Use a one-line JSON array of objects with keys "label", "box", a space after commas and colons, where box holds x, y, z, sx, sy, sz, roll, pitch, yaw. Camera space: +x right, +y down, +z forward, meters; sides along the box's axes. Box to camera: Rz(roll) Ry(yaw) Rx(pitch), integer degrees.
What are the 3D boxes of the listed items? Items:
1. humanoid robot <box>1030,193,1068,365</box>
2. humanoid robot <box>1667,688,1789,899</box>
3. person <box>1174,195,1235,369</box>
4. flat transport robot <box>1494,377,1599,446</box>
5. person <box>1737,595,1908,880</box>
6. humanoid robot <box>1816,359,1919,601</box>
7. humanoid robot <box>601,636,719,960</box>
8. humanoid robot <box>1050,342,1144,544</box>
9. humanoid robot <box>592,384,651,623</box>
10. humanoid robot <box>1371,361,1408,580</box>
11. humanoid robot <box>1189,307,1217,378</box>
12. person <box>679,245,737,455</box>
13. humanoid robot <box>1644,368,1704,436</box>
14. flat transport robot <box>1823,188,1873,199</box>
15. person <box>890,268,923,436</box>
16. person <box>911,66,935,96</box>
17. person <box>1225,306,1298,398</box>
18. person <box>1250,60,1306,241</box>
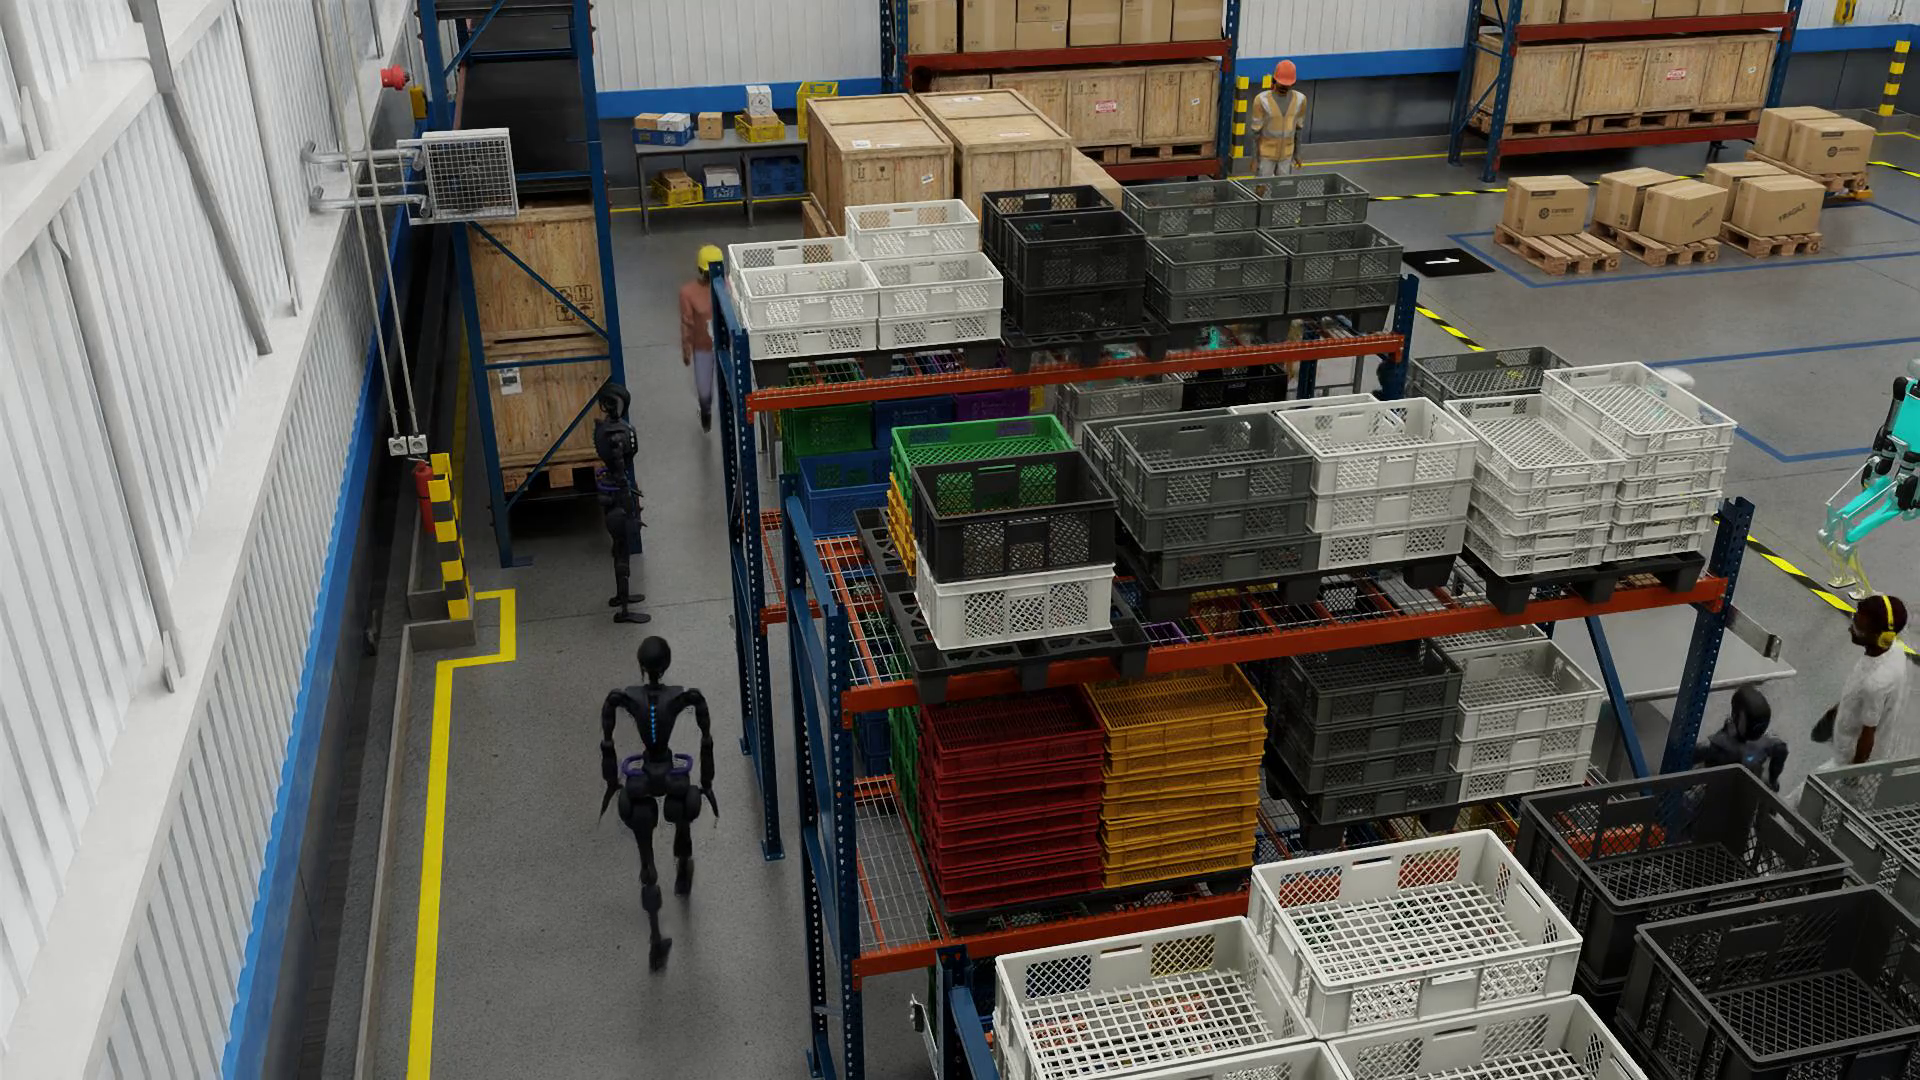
[{"label": "humanoid robot", "box": [0.559, -2.215, 14.701, 1.044, 1.748, 0.560, -12, 30, -21]}, {"label": "humanoid robot", "box": [3.586, 1.376, 7.928, 0.600, 1.634, 0.376, -4, 28, -7]}, {"label": "person", "box": [2.144, -2.088, 14.380, 0.975, 1.793, 0.624, -6, 28, -11]}, {"label": "flat transport robot", "box": [4.780, -1.036, 14.013, 0.659, 0.231, 1.431, -6, 28, -12]}, {"label": "person", "box": [4.392, 1.045, 8.373, 0.580, 1.846, 0.586, 19, 33, 32]}, {"label": "humanoid robot", "box": [6.067, -0.379, 11.053, 0.735, 1.671, 0.533, -6, 28, -12]}, {"label": "humanoid robot", "box": [-1.502, 1.247, 8.244, 0.590, 1.634, 0.813, -3, 28, -6]}, {"label": "humanoid robot", "box": [0.774, -0.616, 11.665, 0.935, 1.774, 0.592, -10, 29, -18]}, {"label": "humanoid robot", "box": [-2.245, -0.263, 11.024, 0.315, 1.653, 0.599, -6, 28, -12]}, {"label": "humanoid robot", "box": [3.061, -0.487, 11.470, 0.489, 1.627, 0.623, -13, 30, -23]}, {"label": "humanoid robot", "box": [2.044, -1.027, 12.434, 0.838, 1.781, 0.575, 3, 28, 6]}, {"label": "person", "box": [-1.976, -1.562, 13.407, 0.532, 1.746, 0.456, -8, 29, -14]}, {"label": "humanoid robot", "box": [4.301, -0.229, 10.910, 0.804, 1.774, 0.531, -13, 30, -23]}, {"label": "flat transport robot", "box": [10.228, -4.290, 20.156, 1.431, 0.197, 0.652, -6, 28, -11]}, {"label": "person", "box": [-0.388, -1.247, 12.704, 0.333, 1.865, 0.517, -5, 28, -10]}, {"label": "person", "box": [-0.368, -4.368, 18.623, 1.020, 1.866, 0.594, 2, 28, 4]}, {"label": "person", "box": [2.315, -1.447, 13.139, 0.669, 1.809, 0.595, -10, 30, -19]}, {"label": "person", "box": [3.455, -4.207, 18.140, 0.605, 2.032, 0.398, -5, 28, -10]}]
